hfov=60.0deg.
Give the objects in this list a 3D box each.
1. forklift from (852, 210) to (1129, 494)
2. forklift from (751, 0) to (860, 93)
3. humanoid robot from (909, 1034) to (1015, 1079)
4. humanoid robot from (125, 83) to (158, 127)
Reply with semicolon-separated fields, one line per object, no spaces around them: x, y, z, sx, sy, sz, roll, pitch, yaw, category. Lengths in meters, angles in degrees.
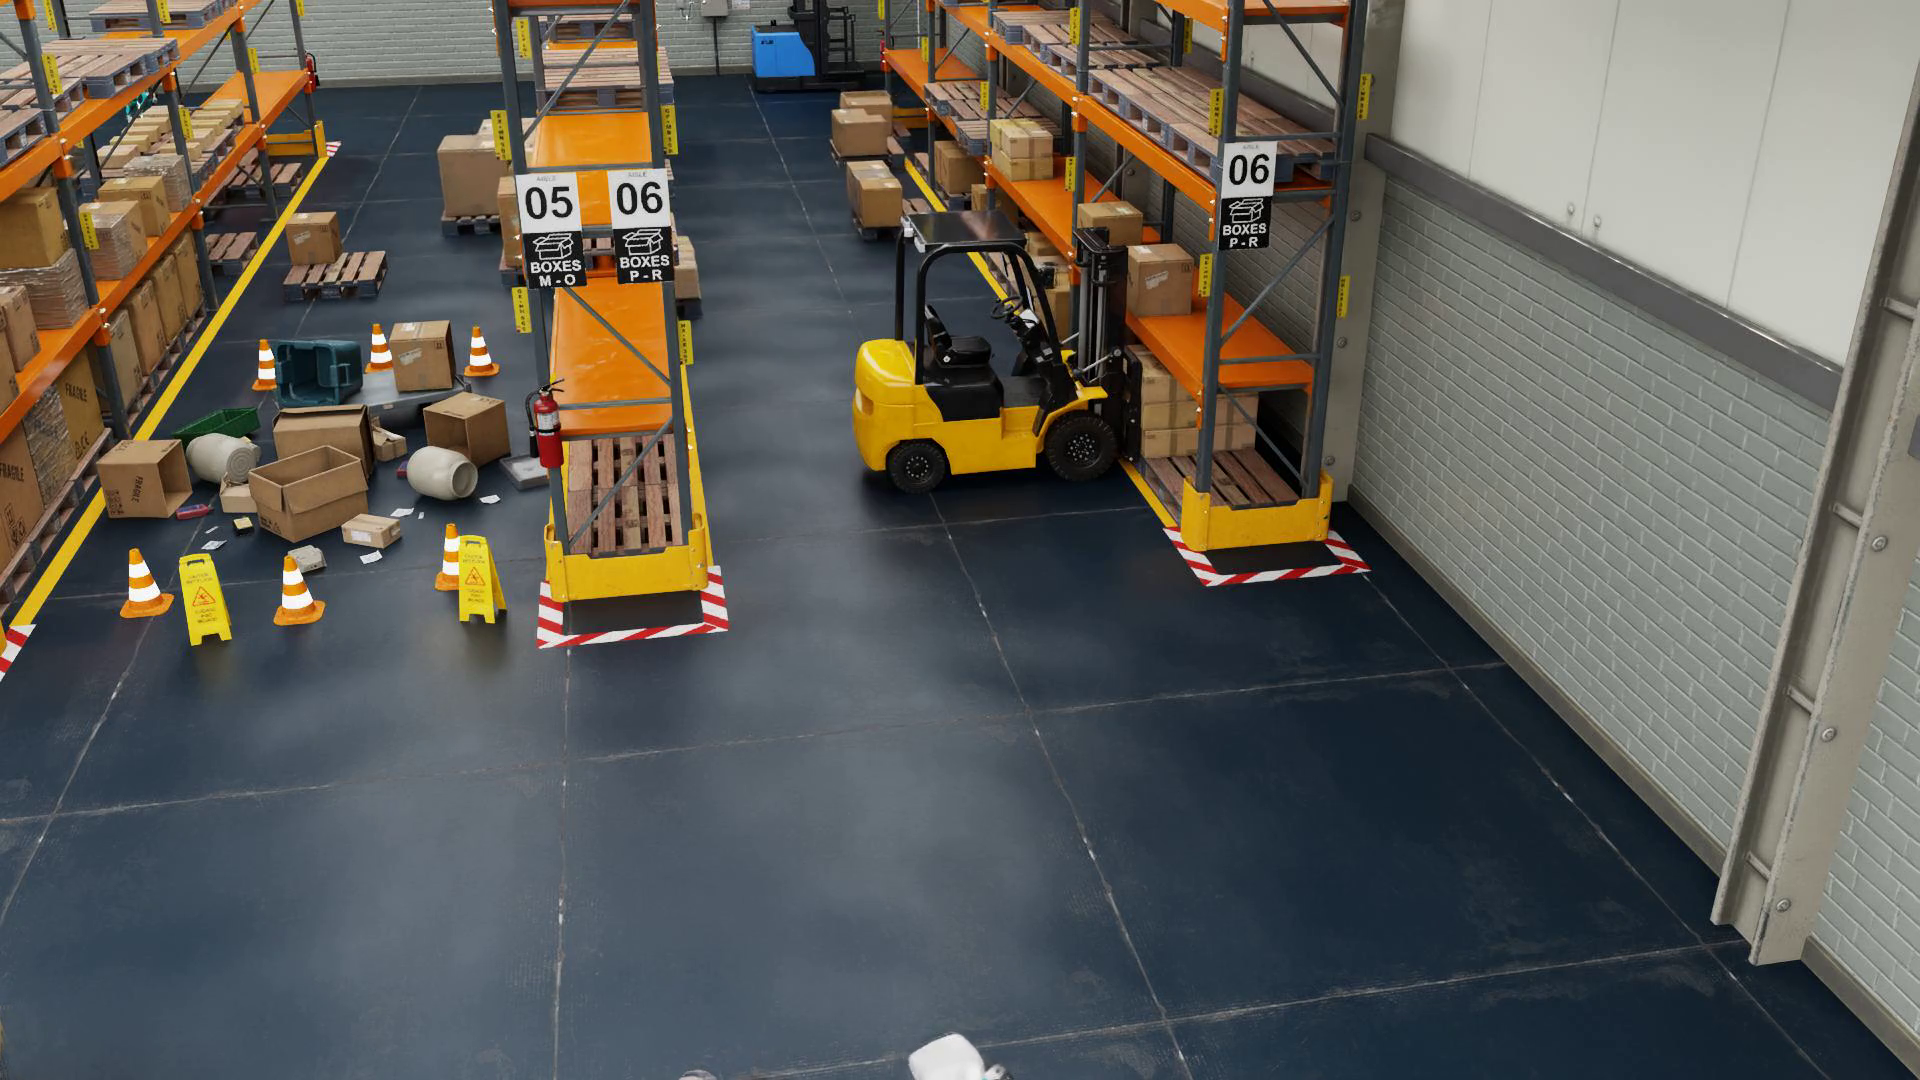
0.216;-1.659;14.366;2.313;2.155;1.214;-5;26;-10;forklift
-2.872;-9.679;30.288;1.873;2.768;1.129;-5;26;-10;forklift
-0.189;2.464;6.240;0.531;1.735;0.722;-20;32;-35;humanoid robot
-12.787;-6.964;25.786;0.533;1.674;0.735;-23;34;-40;humanoid robot
